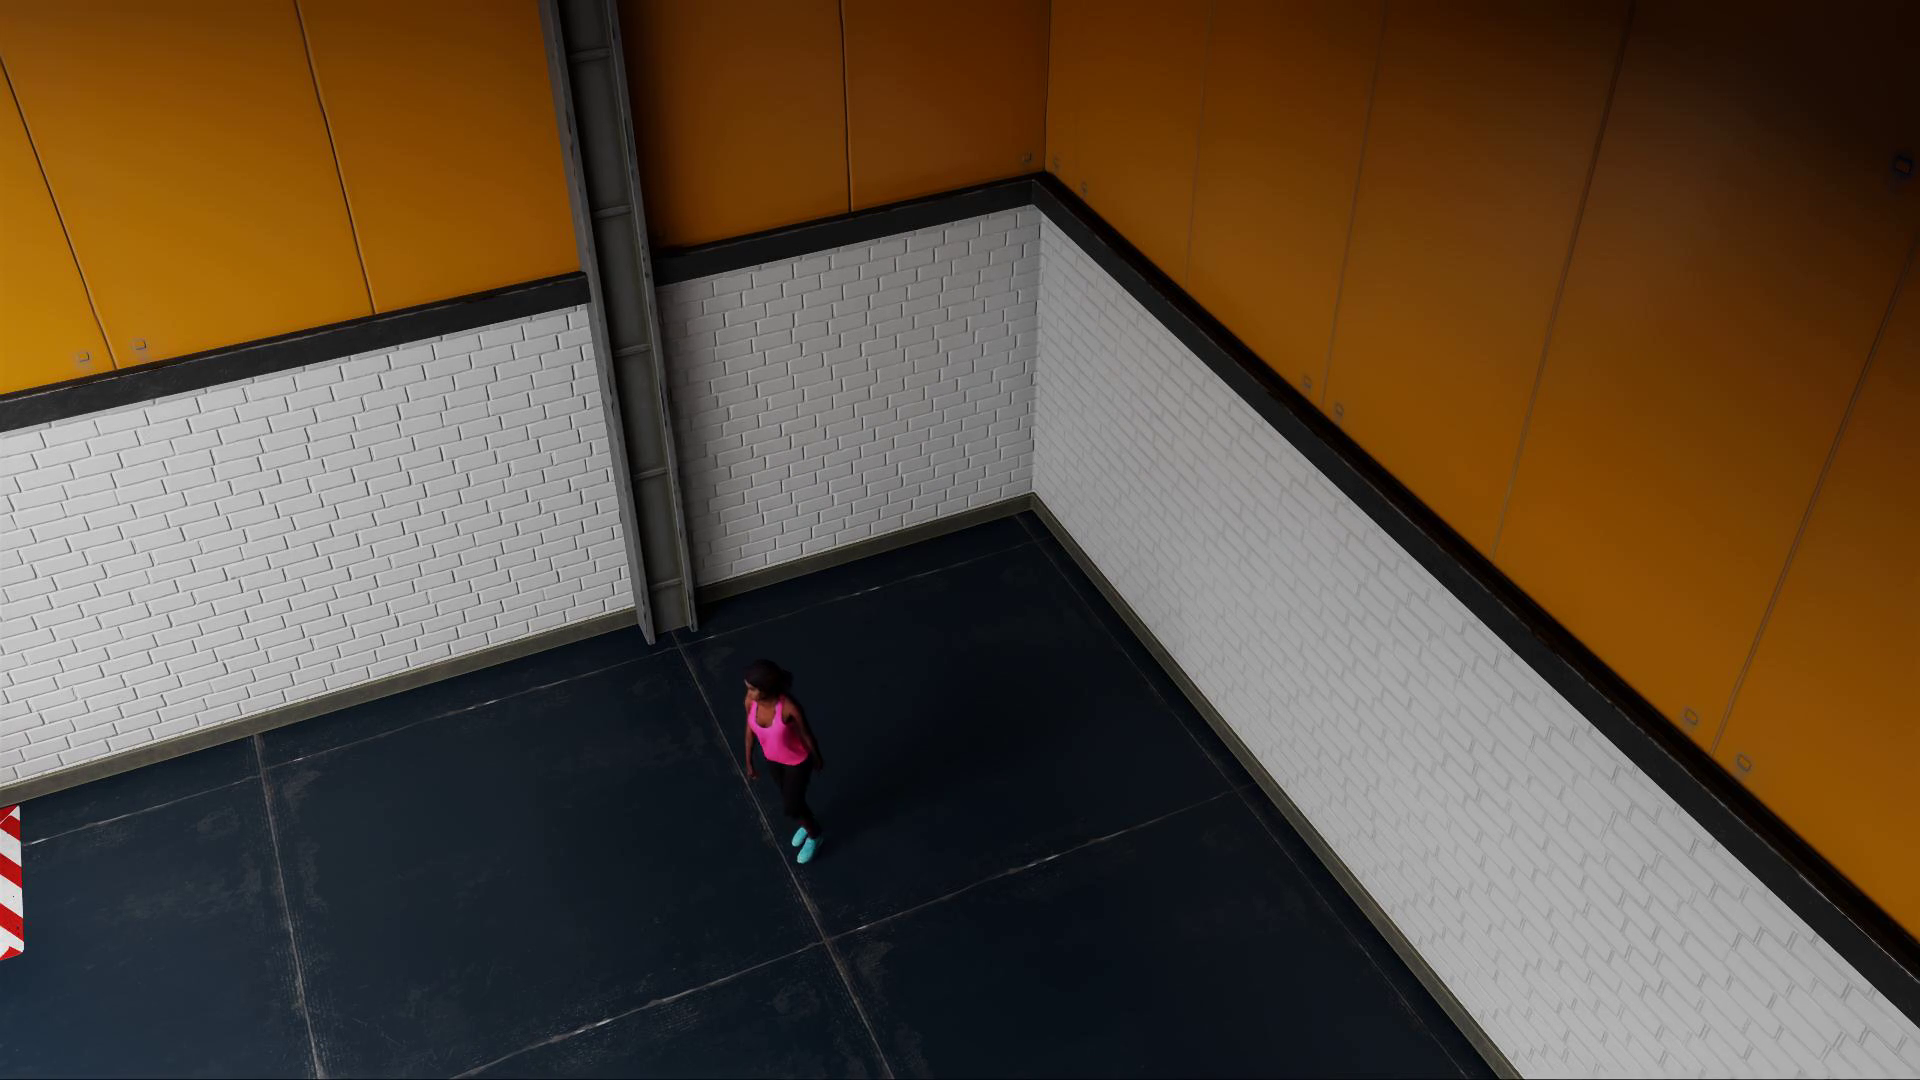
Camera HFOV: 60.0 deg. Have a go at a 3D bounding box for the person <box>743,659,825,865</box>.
[{"bbox_3d":[-1.035,1.339,10.440,0.738,1.683,0.804,12,40,15],"label":"person"}]
